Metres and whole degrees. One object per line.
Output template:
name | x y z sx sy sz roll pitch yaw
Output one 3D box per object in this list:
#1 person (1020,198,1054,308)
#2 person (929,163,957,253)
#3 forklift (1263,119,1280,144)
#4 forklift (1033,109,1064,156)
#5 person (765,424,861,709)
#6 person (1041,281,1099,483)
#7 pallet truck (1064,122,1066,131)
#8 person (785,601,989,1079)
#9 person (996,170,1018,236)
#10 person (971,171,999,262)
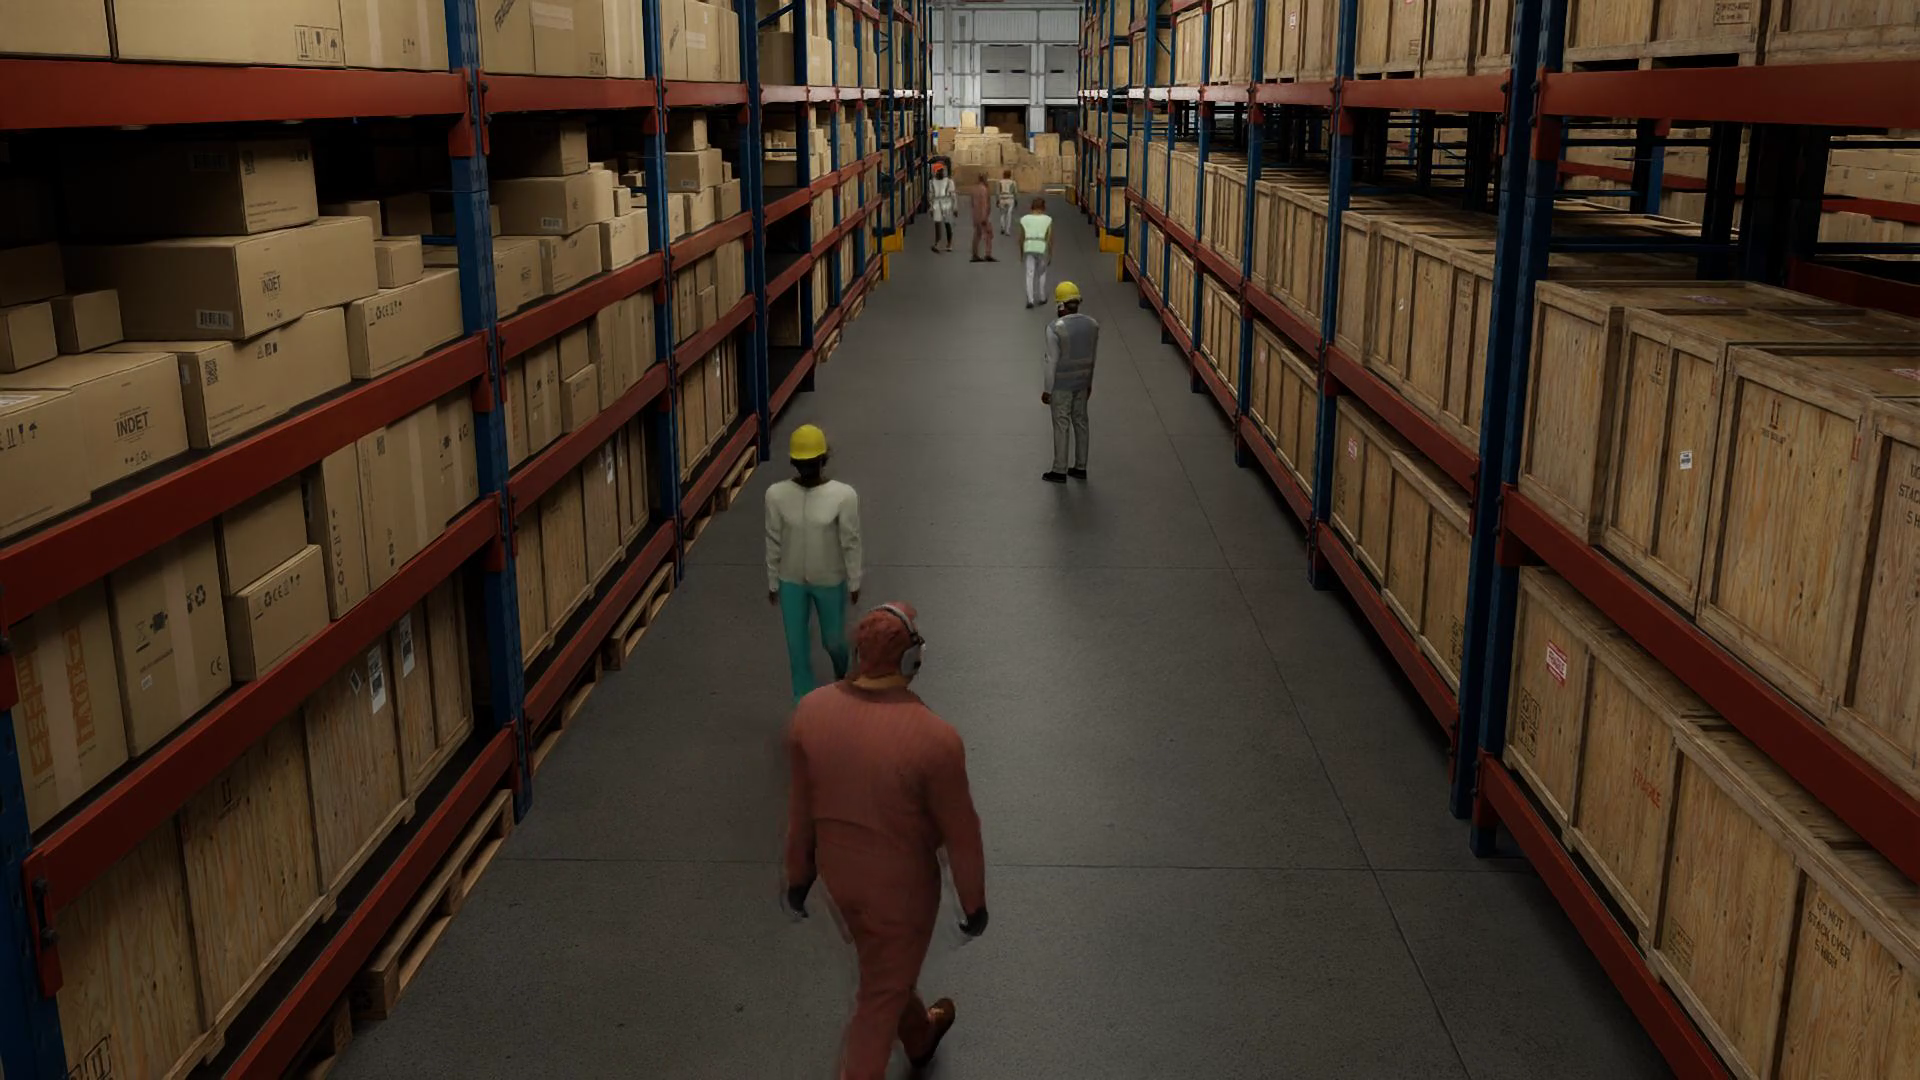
person | 1.262 -4.748 27.533 0.572 1.797 0.975 3 15 11
person | -0.393 -7.365 36.955 0.687 1.953 1.087 5 16 17
forklift | 7.706 -9.251 42.212 1.129 2.768 1.873 0 15 1
forklift | 4.110 -16.825 70.392 1.873 2.768 1.129 -3 15 -11
person | -0.802 0.199 9.205 0.529 1.749 0.641 1 15 5
person | 0.978 -1.432 15.106 0.589 1.833 0.404 -11 19 -36
pallet truck | 5.788 -21.111 88.014 1.885 1.965 0.823 5 16 18
person | -0.174 1.097 5.615 0.675 1.865 0.952 10 18 34
person | 1.189 -8.447 41.639 0.538 1.600 0.808 3 15 10
person | 0.528 -6.774 34.891 0.679 1.885 0.649 -7 17 -24
